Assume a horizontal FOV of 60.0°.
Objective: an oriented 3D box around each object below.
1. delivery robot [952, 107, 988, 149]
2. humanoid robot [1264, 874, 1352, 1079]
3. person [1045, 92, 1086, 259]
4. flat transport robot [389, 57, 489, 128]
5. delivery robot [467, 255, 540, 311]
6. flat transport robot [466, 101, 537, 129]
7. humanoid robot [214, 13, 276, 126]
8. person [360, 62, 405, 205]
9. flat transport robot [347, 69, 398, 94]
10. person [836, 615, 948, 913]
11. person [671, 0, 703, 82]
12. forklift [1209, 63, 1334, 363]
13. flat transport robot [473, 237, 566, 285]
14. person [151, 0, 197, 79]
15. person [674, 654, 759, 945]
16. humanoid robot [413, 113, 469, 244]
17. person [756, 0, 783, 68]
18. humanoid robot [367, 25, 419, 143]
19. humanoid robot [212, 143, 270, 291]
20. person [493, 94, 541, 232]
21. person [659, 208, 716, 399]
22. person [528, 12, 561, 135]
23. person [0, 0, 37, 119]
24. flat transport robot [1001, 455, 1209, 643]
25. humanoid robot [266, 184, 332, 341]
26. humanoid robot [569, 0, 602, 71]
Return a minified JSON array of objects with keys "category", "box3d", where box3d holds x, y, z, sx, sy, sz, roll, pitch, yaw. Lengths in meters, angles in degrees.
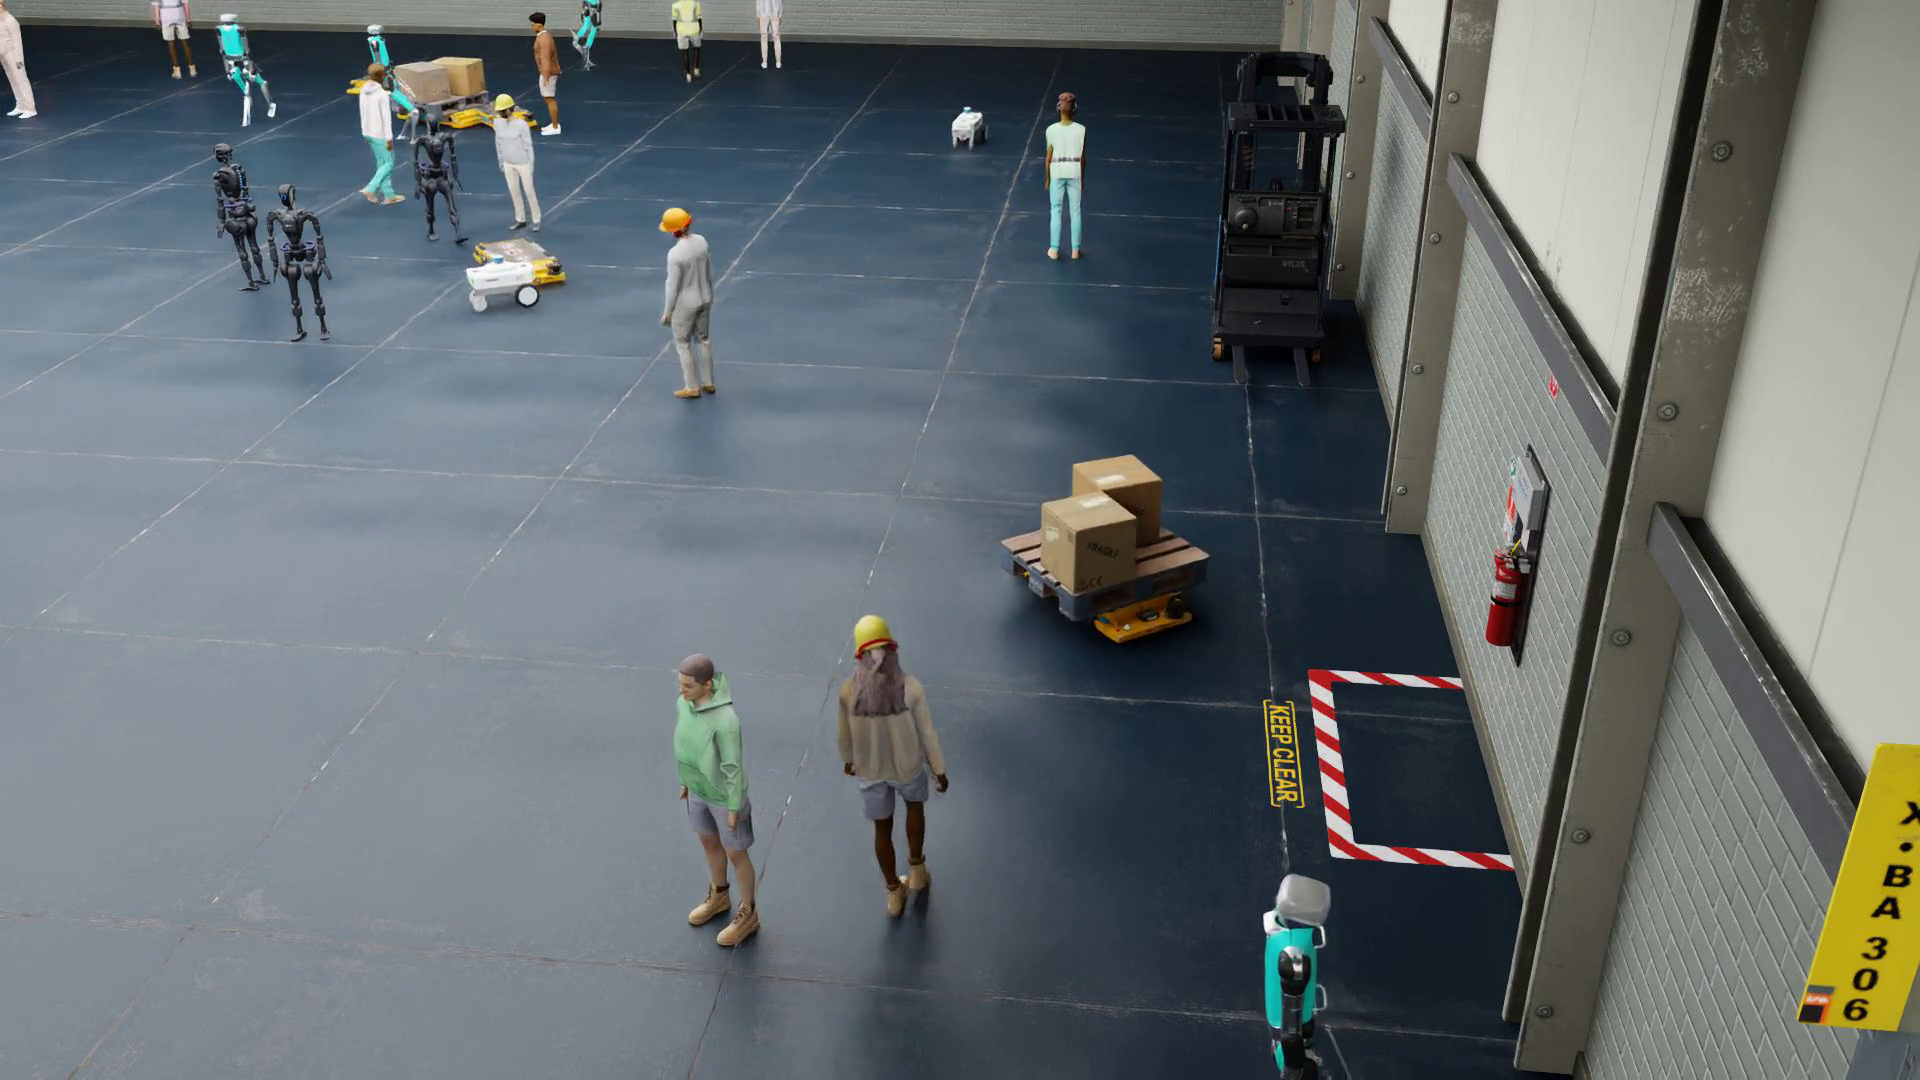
[{"category":"delivery robot","box3d":[0.118,-6.308,25.391,0.499,0.575,0.754,6,27,12]},{"category":"humanoid robot","box3d":[1.594,2.270,7.090,0.732,1.911,0.551,3,27,6]},{"category":"person","box3d":[1.258,-4.341,19.901,0.482,1.978,0.407,0,27,1]},{"category":"flat transport robot","box3d":[-8.343,-6.887,26.888,1.431,0.231,0.659,15,30,27]},{"category":"delivery robot","box3d":[-5.097,-2.877,18.581,0.812,0.611,0.499,-11,29,-21]},{"category":"flat transport robot","box3d":[-7.426,-6.846,26.805,0.659,0.231,1.431,-18,32,-32]},{"category":"humanoid robot","box3d":[-11.387,-7.589,26.693,0.536,1.773,0.991,5,27,10]},{"category":"person","box3d":[-7.738,-5.339,22.006,0.498,1.886,0.624,16,31,28]},{"category":"flat transport robot","box3d":[-10.031,-8.022,29.153,0.659,0.231,1.431,9,28,17]},{"category":"person","box3d":[-0.361,1.215,9.082,0.617,1.723,0.535,2,27,4]},{"category":"person","box3d":[-4.851,-9.065,29.646,0.551,1.677,0.570,-4,27,-8]},{"category":"forklift","box3d":[3.241,-3.477,17.183,1.129,2.768,1.873,3,27,6]},{"category":"flat transport robot","box3d":[-5.240,-3.295,19.717,0.659,0.231,1.431,-15,30,-28]},{"category":"person","box3d":[-14.107,-9.331,29.791,0.613,2.040,0.387,-18,32,-32]},{"category":"person","box3d":[-1.297,1.349,8.812,0.464,1.732,0.327,21,33,36]},{"category":"humanoid robot","box3d":[-6.439,-4.454,20.501,0.602,1.616,0.798,-21,33,-36]},{"category":"person","box3d":[-3.500,-9.654,30.633,0.493,1.870,0.403,-6,27,-12]},{"category":"humanoid robot","box3d":[-8.515,-6.945,25.406,0.804,1.799,0.531,-5,27,-9]},{"category":"humanoid robot","box3d":[-8.206,-3.674,18.885,0.315,1.657,0.599,6,27,12]},{"category":"person","box3d":[-5.602,-4.750,20.976,0.531,1.749,0.404,9,28,17]},{"category":"person","box3d":[-2.566,-2.247,15.866,0.341,1.870,0.615,18,32,31]},{"category":"person","box3d":[-6.415,-7.268,25.892,0.404,1.845,0.797,-6,27,-13]},{"category":"person","box3d":[-15.375,-7.805,26.893,0.636,1.910,0.406,20,33,34]},{"category":"flat transport robot","box3d":[1.052,0.326,12.487,0.659,0.231,1.431,-15,30,-27]},{"category":"humanoid robot","box3d":[-6.870,-2.894,17.328,0.599,1.657,0.315,-2,27,-5]},{"category":"humanoid robot","box3d":[-6.884,-9.440,30.479,0.541,1.898,0.746,24,35,39]}]
